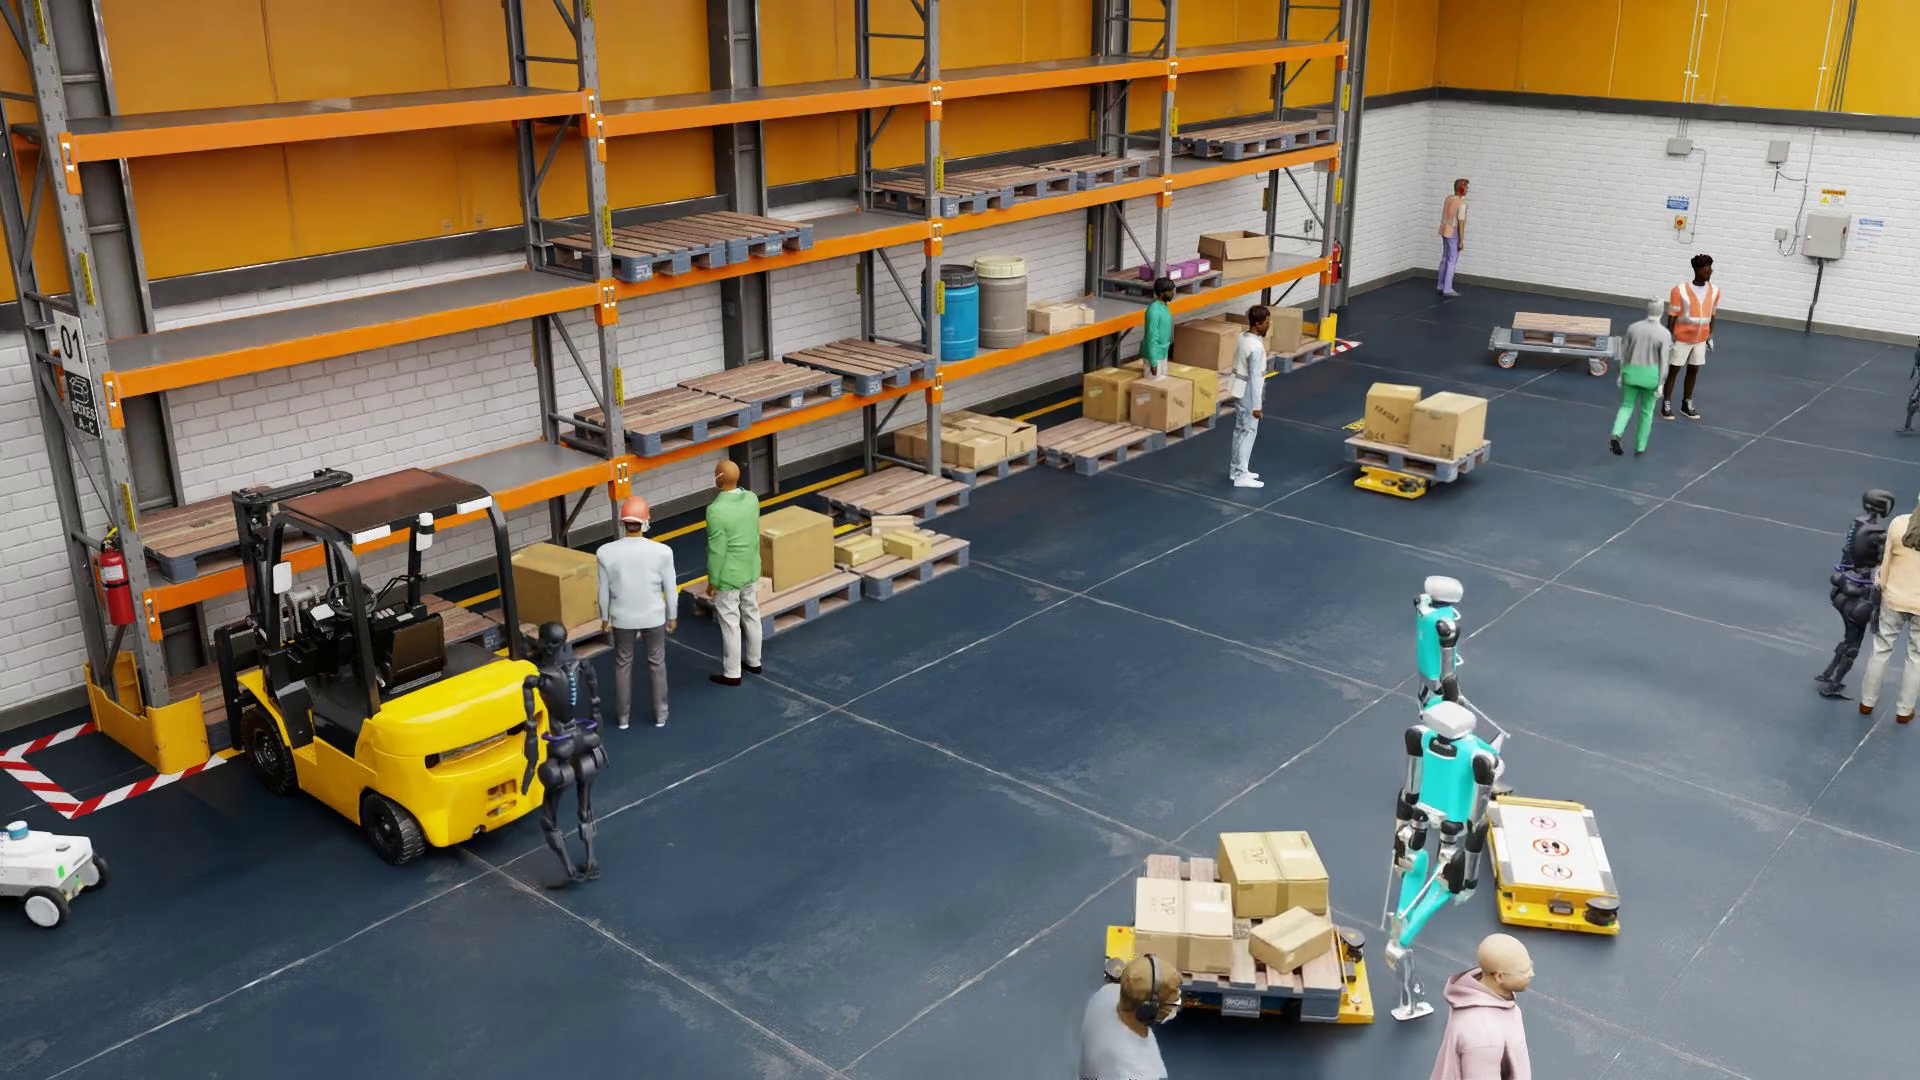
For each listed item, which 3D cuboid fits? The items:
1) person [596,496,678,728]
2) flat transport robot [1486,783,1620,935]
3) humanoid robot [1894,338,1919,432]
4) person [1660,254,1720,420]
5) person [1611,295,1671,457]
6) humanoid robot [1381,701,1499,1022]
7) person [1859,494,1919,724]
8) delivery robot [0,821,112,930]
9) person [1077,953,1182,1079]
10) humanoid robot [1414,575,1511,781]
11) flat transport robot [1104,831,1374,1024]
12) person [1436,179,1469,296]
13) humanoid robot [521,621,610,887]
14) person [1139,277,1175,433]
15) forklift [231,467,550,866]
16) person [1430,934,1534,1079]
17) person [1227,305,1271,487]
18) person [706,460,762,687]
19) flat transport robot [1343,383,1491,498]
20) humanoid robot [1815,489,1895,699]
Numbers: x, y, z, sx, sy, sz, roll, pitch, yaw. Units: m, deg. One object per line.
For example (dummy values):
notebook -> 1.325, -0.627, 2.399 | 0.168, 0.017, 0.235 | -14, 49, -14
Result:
person -> -2.316, 0.524, 12.008 | 0.572, 1.737, 0.351 | -3, 20, -7
flat transport robot -> 3.616, 1.950, 10.268 | 0.659, 0.231, 1.431 | 4, 21, 11
humanoid robot -> 11.060, -1.957, 18.842 | 0.624, 1.638, 0.589 | -10, 22, -25
person -> 8.599, -2.391, 19.580 | 0.611, 1.965, 0.363 | -3, 20, -7
person -> 7.401, -1.767, 18.086 | 0.541, 1.827, 0.600 | 14, 24, 33
humanoid robot -> 2.369, 1.750, 8.708 | 0.763, 1.792, 0.547 | -15, 25, -35
person -> 6.911, 0.447, 12.045 | 0.567, 1.867, 0.416 | 13, 24, 31
delivery robot -> -5.506, 1.961, 9.852 | 0.811, 0.613, 0.499 | 2, 20, 6
person -> 0.572, 2.445, 6.556 | 0.577, 1.914, 0.663 | -2, 20, -6
humanoid robot -> 3.203, 1.105, 10.550 | 0.738, 1.864, 0.530 | -1, 20, -4
flat transport robot -> 1.520, 2.353, 9.175 | 1.431, 0.231, 0.659 | 2, 20, 7
person -> 7.759, -4.767, 26.211 | 0.392, 1.837, 0.557 | -4, 21, -12
humanoid robot -> -2.378, 1.291, 10.022 | 0.413, 1.633, 0.611 | 14, 25, 34
person -> 2.225, -2.069, 18.890 | 0.406, 1.843, 0.500 | 9, 22, 23
forklift -> -3.730, 0.710, 10.856 | 2.313, 2.155, 1.214 | 17, 26, 38
person -> 2.118, 2.398, 6.865 | 0.402, 1.783, 0.524 | 5, 21, 13
person -> 2.984, -1.488, 17.221 | 0.403, 1.910, 0.597 | -2, 20, -5
person -> -1.727, 0.248, 12.695 | 0.383, 1.784, 0.538 | 13, 24, 32
flat transport robot -> 4.802, -0.744, 17.566 | 0.659, 0.231, 1.431 | 16, 26, 37
humanoid robot -> 6.704, 0.403, 12.418 | 0.311, 1.651, 0.609 | 0, 20, 1
